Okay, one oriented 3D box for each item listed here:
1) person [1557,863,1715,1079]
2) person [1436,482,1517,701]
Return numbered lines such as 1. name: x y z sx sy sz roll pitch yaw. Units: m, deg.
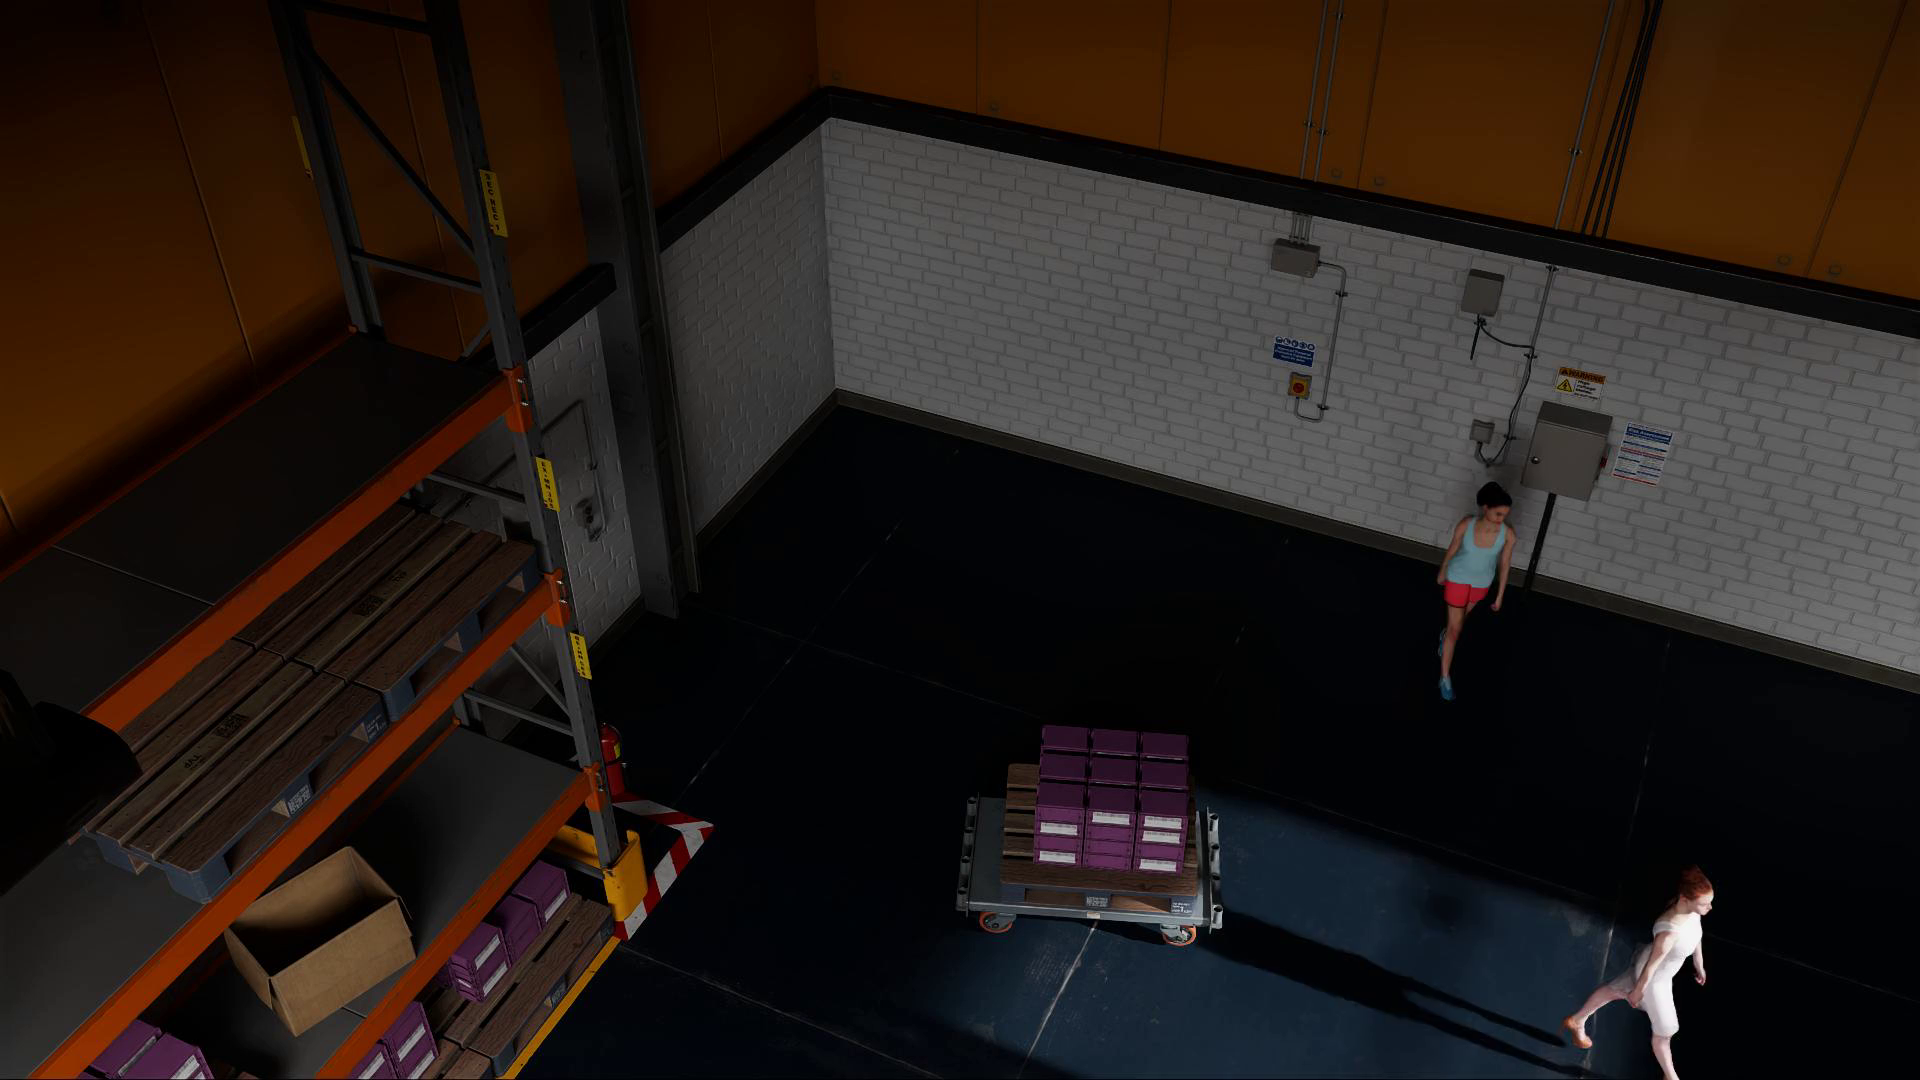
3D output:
1. person: 3.782 2.389 9.302 0.829 1.747 1.062 27 46 29
2. person: 3.651 0.255 11.991 0.795 1.725 1.104 9 40 11
